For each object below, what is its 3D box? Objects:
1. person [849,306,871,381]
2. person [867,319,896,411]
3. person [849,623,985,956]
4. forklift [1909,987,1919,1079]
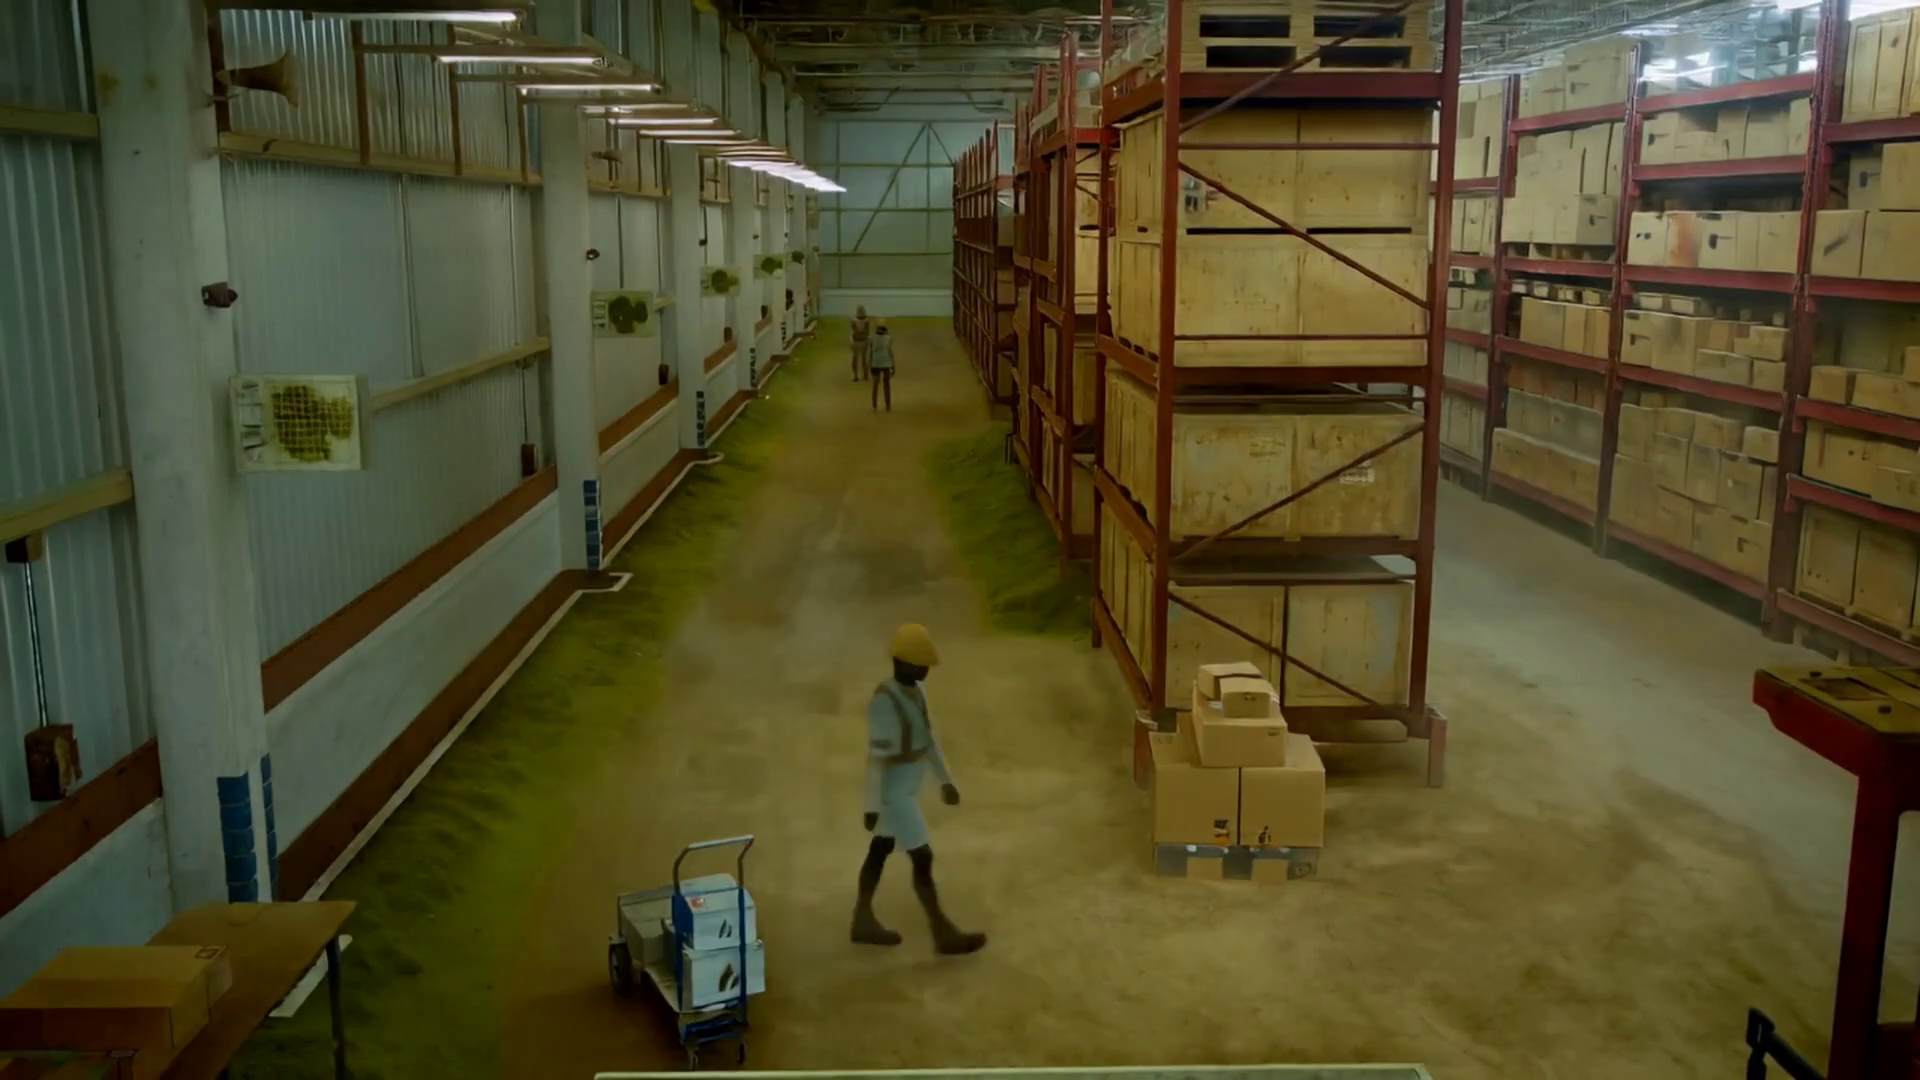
[{"bbox_3d":[-2.562,-5.038,42.604,0.591,1.910,0.388,-5,12,-25],"label":"person"},{"bbox_3d":[-1.686,-3.750,35.702,0.621,1.986,0.409,-3,11,-14],"label":"person"},{"bbox_3d":[-0.226,1.380,9.233,0.904,1.887,0.535,2,11,11],"label":"person"},{"bbox_3d":[3.157,1.767,4.659,1.129,2.768,1.873,0,11,-2],"label":"forklift"}]
